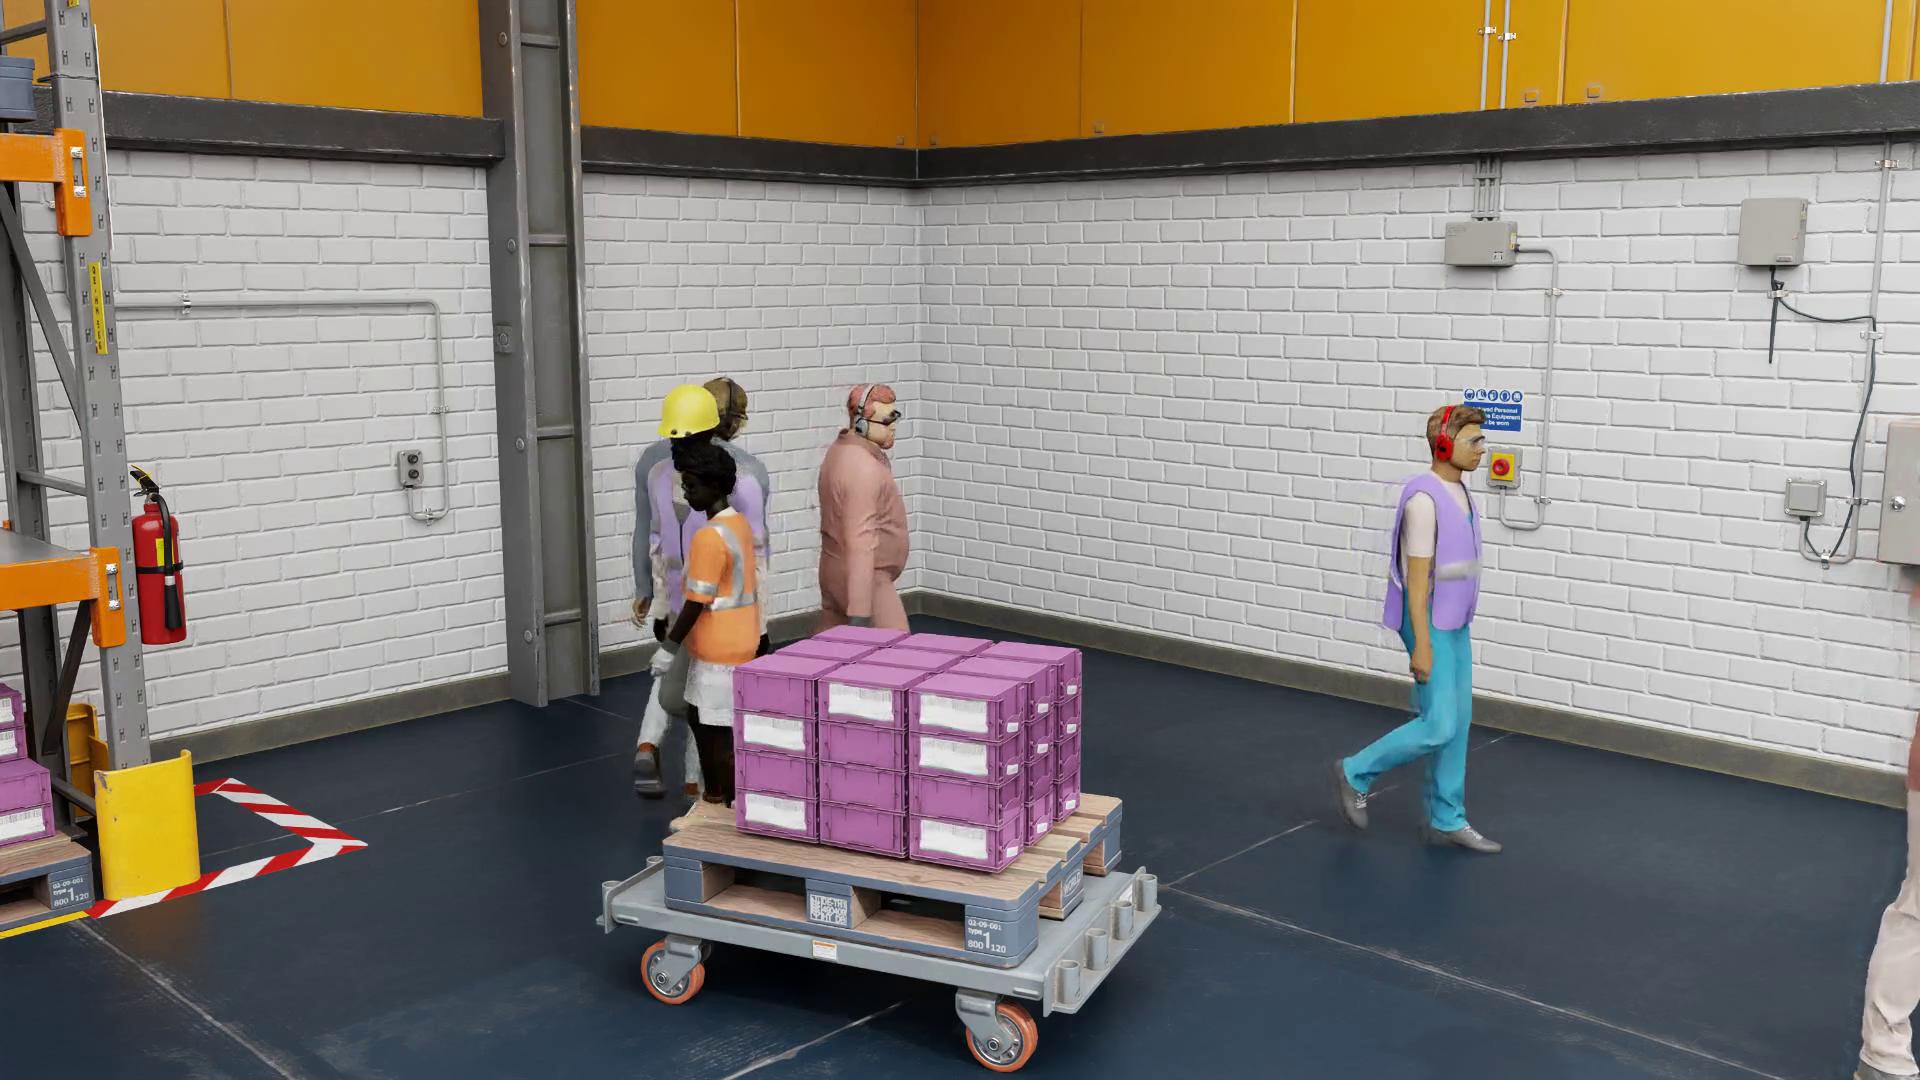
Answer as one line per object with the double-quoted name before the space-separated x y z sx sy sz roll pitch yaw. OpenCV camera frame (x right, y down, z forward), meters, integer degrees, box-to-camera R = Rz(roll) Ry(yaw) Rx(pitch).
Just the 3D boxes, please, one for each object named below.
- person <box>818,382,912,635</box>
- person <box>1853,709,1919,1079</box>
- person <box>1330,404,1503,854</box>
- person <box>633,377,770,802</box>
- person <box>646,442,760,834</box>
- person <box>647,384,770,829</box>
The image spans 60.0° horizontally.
"person" -0.341 0.221 7.512 0.804 1.858 0.636 -4 10 -22
"person" 2.798 0.685 4.349 0.653 1.956 0.872 -4 10 -23
"person" 1.895 0.359 6.736 0.602 1.833 0.579 6 11 33
"person" -1.142 0.249 7.214 0.660 1.900 0.553 3 10 19
"person" -1.024 0.447 6.668 0.447 1.677 0.554 0 9 -1
"person" -1.050 0.279 7.026 0.610 1.899 0.588 6 11 32
